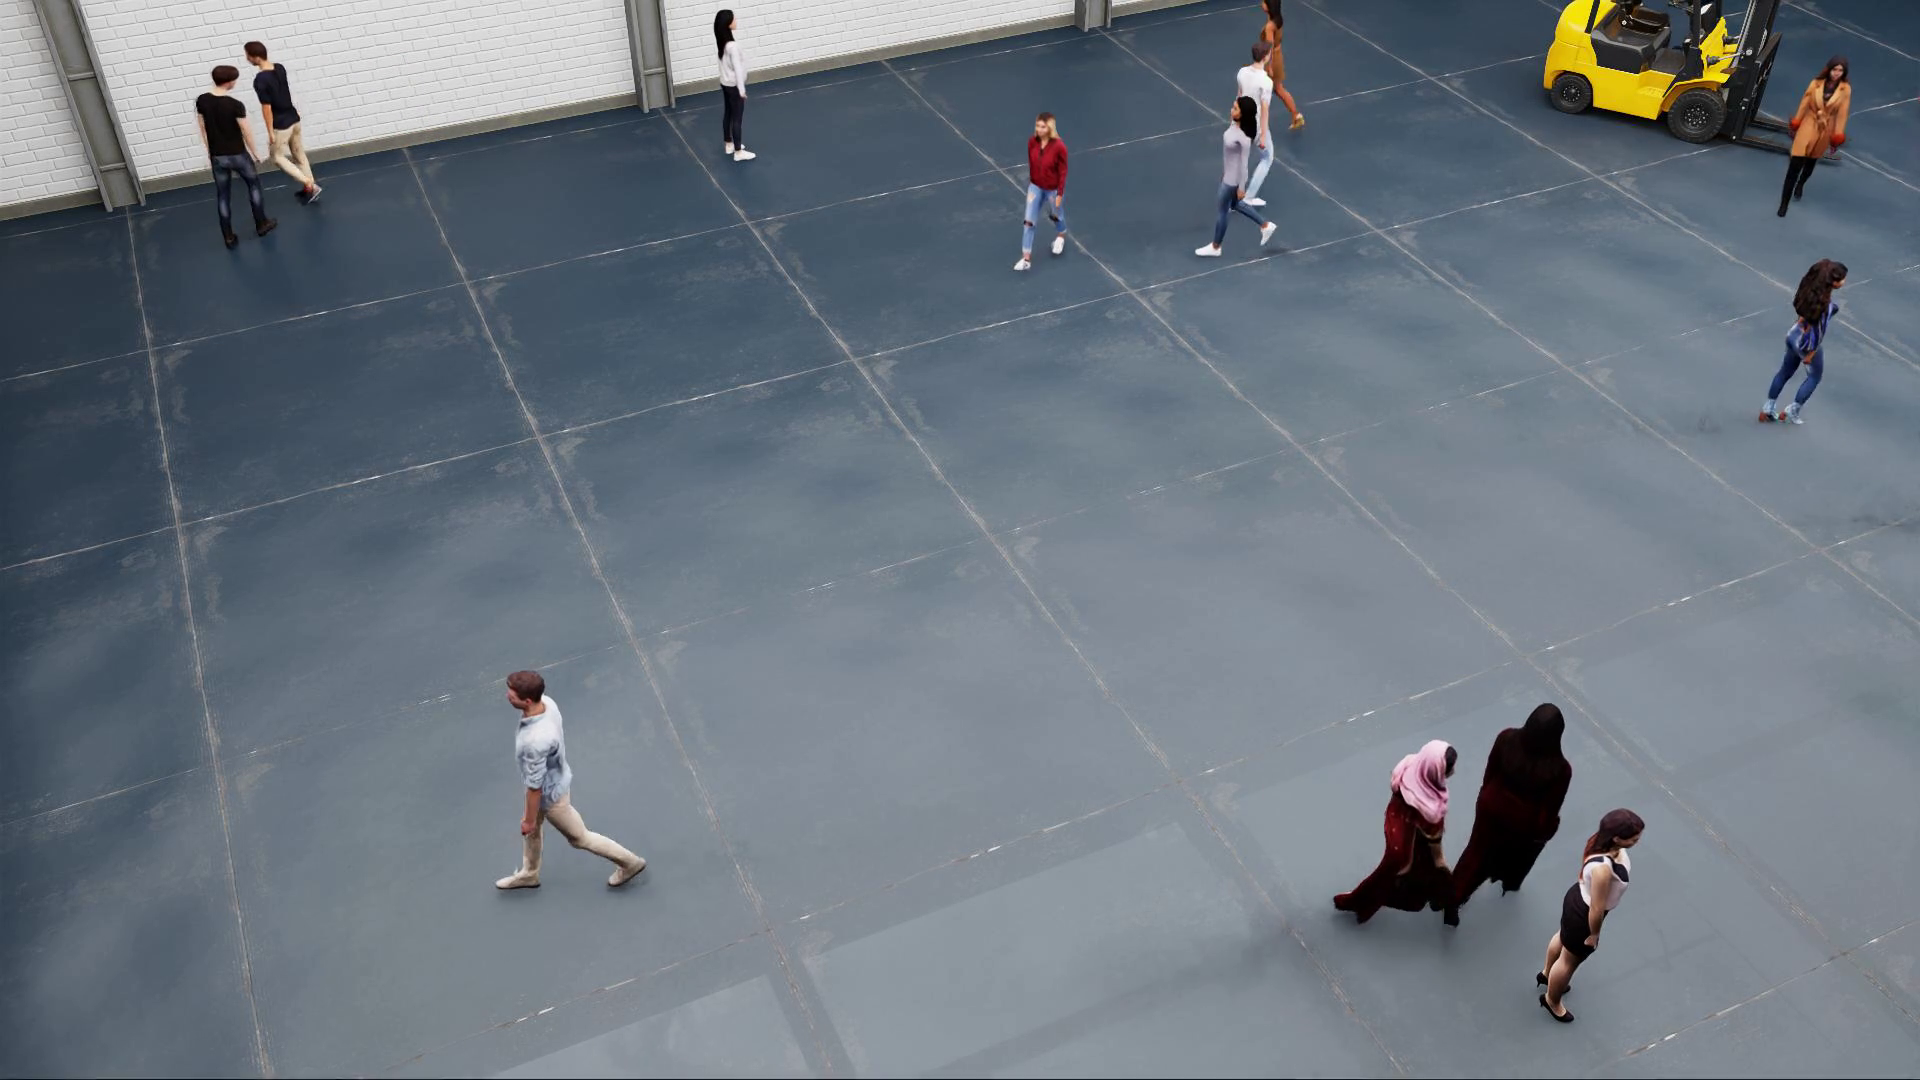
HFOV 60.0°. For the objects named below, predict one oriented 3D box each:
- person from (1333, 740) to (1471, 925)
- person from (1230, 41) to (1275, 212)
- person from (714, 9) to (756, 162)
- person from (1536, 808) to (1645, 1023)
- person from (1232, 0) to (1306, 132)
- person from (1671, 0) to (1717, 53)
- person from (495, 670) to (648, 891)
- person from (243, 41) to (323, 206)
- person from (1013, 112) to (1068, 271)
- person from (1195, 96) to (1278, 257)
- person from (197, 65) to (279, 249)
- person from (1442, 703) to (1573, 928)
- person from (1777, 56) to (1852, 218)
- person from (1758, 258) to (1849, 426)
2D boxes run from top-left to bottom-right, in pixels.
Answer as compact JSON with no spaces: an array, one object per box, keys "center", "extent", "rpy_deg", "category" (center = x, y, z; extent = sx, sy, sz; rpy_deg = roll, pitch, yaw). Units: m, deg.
[{"center":[2.628,1.794,10.033],"extent":[1.176,1.581,0.937],"rpy_deg":[-1,39,-1],"category":"person"},{"center":[2.995,-4.295,17.451],"extent":[0.703,1.840,0.742],"rpy_deg":[-25,45,-27],"category":"person"},{"center":[-2.547,-5.092,18.561],"extent":[0.555,1.700,0.623],"rpy_deg":[-20,43,-23],"category":"person"},{"center":[3.596,2.134,9.552],"extent":[0.684,1.651,0.637],"rpy_deg":[10,40,12],"category":"person"},{"center":[3.619,-5.409,18.995],"extent":[1.059,1.652,1.045],"rpy_deg":[16,41,19],"category":"person"},{"center":[8.985,-6.426,20.225],"extent":[1.029,1.707,1.027],"rpy_deg":[18,42,21],"category":"person"},{"center":[-2.412,1.530,10.177],"extent":[1.249,1.815,0.812],"rpy_deg":[-8,39,-10],"category":"person"},{"center":[-7.074,-4.380,17.564],"extent":[0.908,1.830,0.849],"rpy_deg":[14,41,16],"category":"person"},{"center":[0.910,-3.532,16.697],"extent":[1.018,1.588,1.160],"rpy_deg":[19,42,22],"category":"person"},{"center":[2.857,-3.637,16.728],"extent":[1.145,1.713,0.925],"rpy_deg":[0,39,0],"category":"person"},{"center":[-7.424,-3.869,16.910],"extent":[0.896,1.847,0.950],"rpy_deg":[-5,39,-7],"category":"person"},{"center":[3.305,1.697,10.034],"extent":[0.896,1.732,1.127],"rpy_deg":[30,48,32],"category":"person"},{"center":[9.043,-4.297,17.594],"extent":[1.177,1.663,1.301],"rpy_deg":[18,42,21],"category":"person"},{"center":[7.231,-1.694,14.377],"extent":[0.718,1.610,0.704],"rpy_deg":[-5,39,-6],"category":"person"}]
